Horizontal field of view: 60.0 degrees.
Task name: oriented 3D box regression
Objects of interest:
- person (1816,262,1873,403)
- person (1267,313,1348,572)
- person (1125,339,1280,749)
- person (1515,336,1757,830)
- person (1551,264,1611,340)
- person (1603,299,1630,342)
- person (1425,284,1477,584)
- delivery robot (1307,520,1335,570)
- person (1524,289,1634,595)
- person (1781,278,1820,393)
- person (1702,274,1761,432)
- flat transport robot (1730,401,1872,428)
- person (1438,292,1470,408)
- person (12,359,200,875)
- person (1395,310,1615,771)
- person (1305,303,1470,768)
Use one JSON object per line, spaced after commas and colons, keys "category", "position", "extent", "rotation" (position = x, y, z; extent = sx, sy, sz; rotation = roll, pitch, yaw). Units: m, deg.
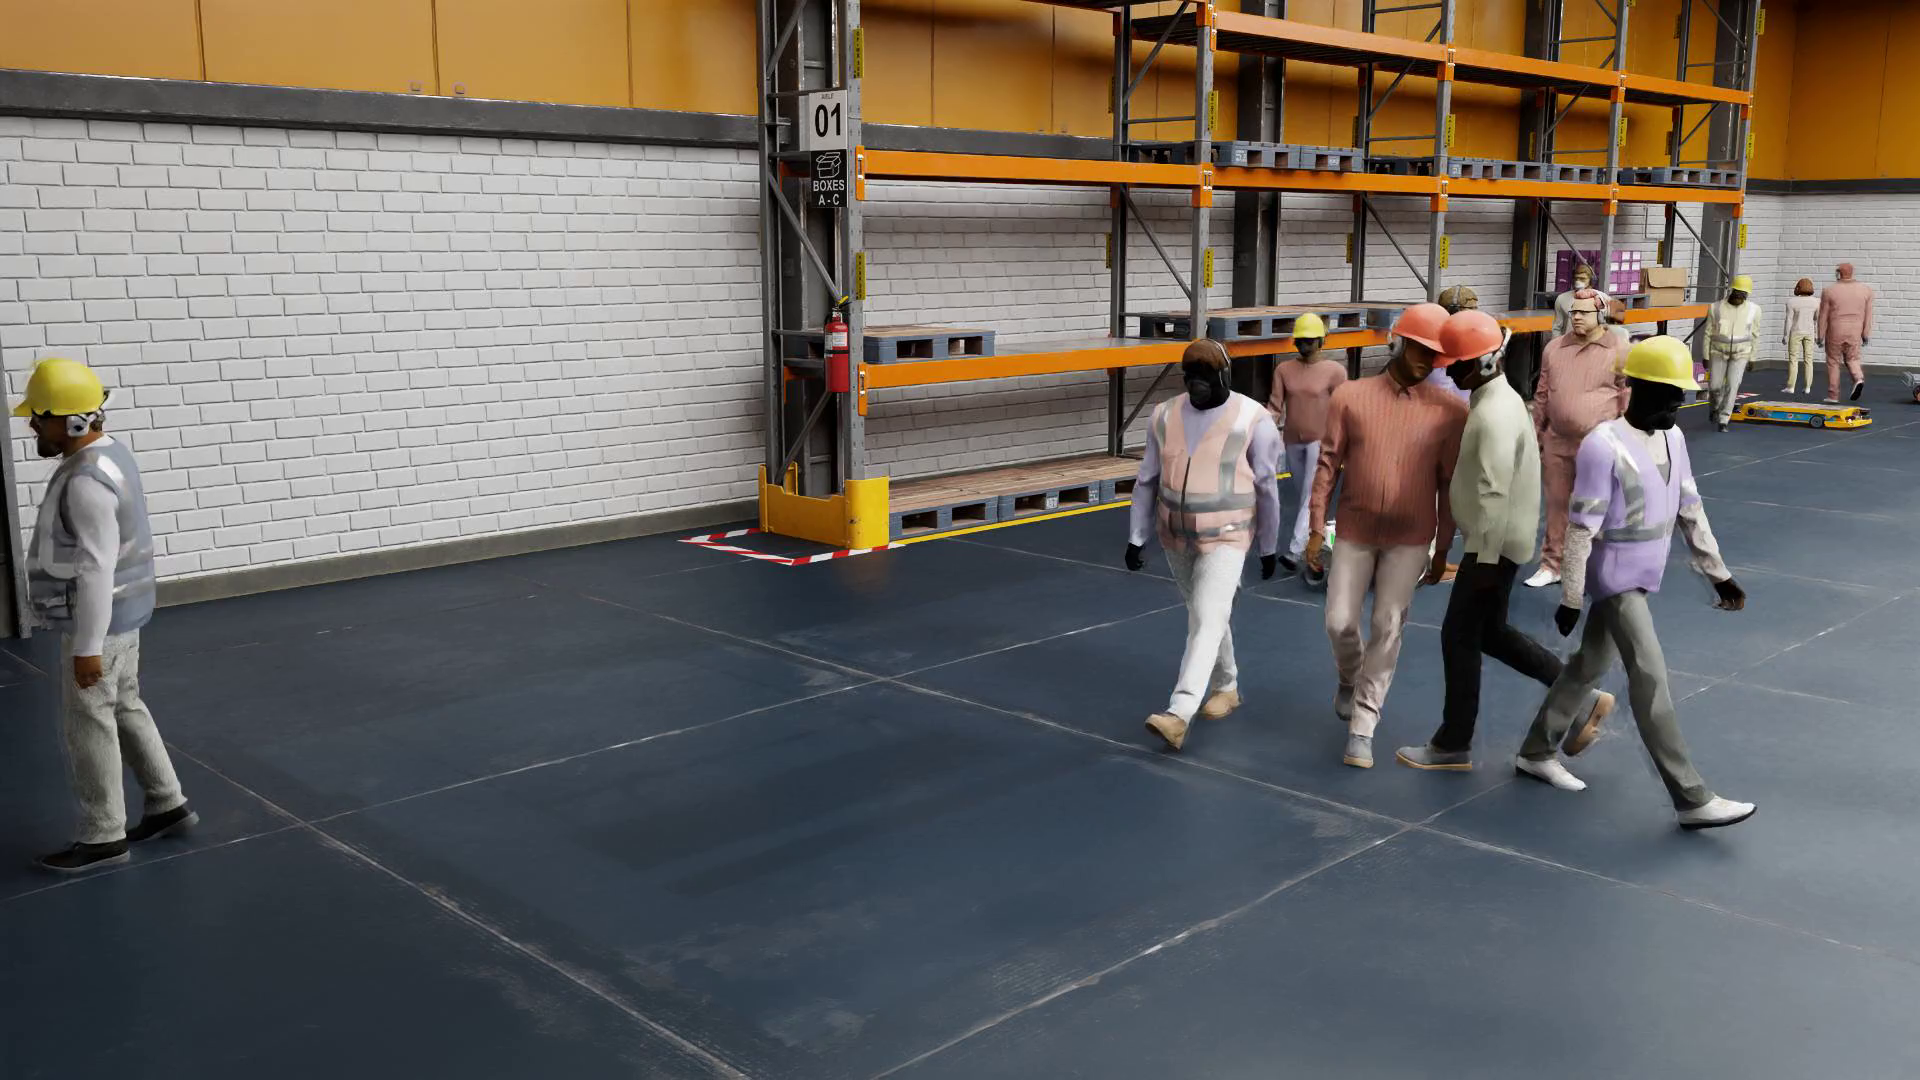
{"category": "person", "position": [11.752, -2.732, 22.077], "extent": [0.661, 1.884, 0.584], "rotation": [1, 10, 7]}
{"category": "person", "position": [2.301, -0.650, 11.174], "extent": [0.550, 1.718, 0.927], "rotation": [8, 13, 36]}
{"category": "person", "position": [1.054, -0.001, 7.448], "extent": [0.630, 1.782, 1.024], "rotation": [8, 13, 39]}
{"category": "person", "position": [2.644, 0.145, 6.447], "extent": [0.590, 1.860, 1.033], "rotation": [-10, 14, -44]}
{"category": "person", "position": [6.651, -1.987, 17.861], "extent": [0.635, 1.936, 0.354], "rotation": [8, 13, 38]}
{"category": "person", "position": [6.640, -1.642, 16.904], "extent": [0.866, 1.586, 0.512], "rotation": [-5, 11, -23]}
{"category": "person", "position": [3.136, -0.683, 10.790], "extent": [0.369, 1.932, 0.623], "rotation": [3, 11, 18]}
{"category": "delivery robot", "position": [2.577, -0.014, 10.620], "extent": [0.707, 0.478, 0.477], "rotation": [-4, 11, -20]}
{"category": "person", "position": [3.888, -0.613, 10.451], "extent": [0.651, 1.907, 0.409], "rotation": [10, 14, 44]}
{"category": "person", "position": [11.953, -2.894, 23.635], "extent": [0.497, 1.634, 0.287], "rotation": [1, 10, 3]}
{"category": "person", "position": [8.828, -2.143, 19.070], "extent": [0.589, 1.804, 0.576], "rotation": [4, 11, 23]}
{"category": "flat transport robot", "position": [9.965, -1.504, 19.772], "extent": [0.652, 0.197, 1.431], "rotation": [-10, 14, -44]}
{"category": "person", "position": [4.076, -1.206, 14.004], "extent": [0.950, 1.808, 0.633], "rotation": [-8, 13, -36]}
{"category": "person", "position": [-3.062, 0.276, 5.932], "extent": [0.466, 1.830, 0.607], "rotation": [-4, 11, -18]}
{"category": "person", "position": [2.296, 0.022, 6.890], "extent": [0.788, 1.942, 0.681], "rotation": [3, 11, 17]}
{"category": "person", "position": [1.824, -0.035, 7.140], "extent": [0.647, 1.964, 0.628], "rotation": [3, 11, 14]}
